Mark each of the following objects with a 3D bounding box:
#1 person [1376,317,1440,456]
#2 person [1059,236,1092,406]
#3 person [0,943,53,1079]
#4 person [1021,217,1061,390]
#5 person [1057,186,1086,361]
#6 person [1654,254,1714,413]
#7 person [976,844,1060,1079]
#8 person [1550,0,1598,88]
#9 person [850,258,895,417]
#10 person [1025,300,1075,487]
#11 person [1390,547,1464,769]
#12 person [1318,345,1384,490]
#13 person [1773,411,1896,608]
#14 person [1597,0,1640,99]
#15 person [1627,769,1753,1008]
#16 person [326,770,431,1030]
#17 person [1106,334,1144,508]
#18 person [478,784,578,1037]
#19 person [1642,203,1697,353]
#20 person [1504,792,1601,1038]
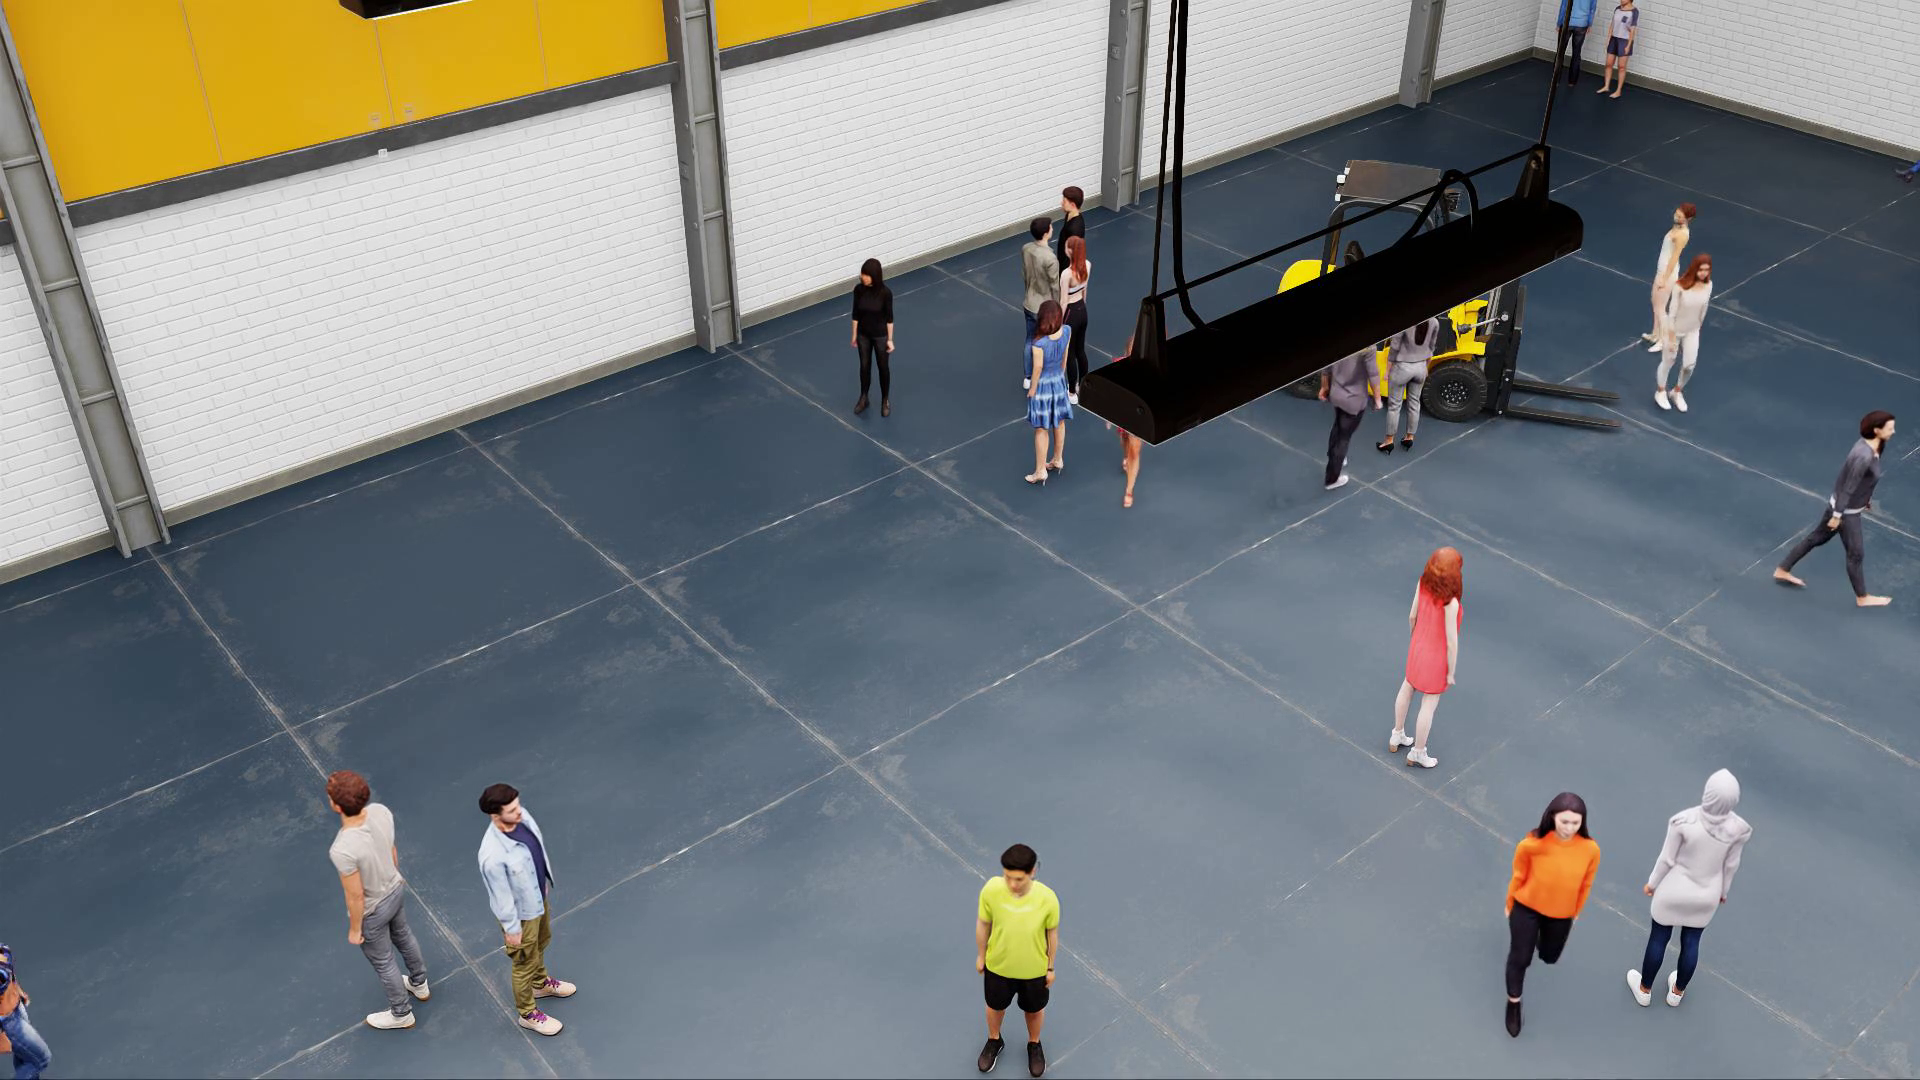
[{"bbox_3d":[4.168,-1.562,15.469,0.668,1.678,0.773,-8,34,-12],"label":"person"},{"bbox_3d":[1.116,-2.168,16.324,0.671,1.741,0.492,25,41,33],"label":"person"},{"bbox_3d":[-5.364,2.655,9.183,0.705,1.613,0.689,-14,36,-20],"label":"person"},{"bbox_3d":[0.787,-2.307,16.420,0.595,1.865,0.709,-22,39,-29],"label":"person"},{"bbox_3d":[1.140,-2.747,17.088,0.785,1.860,0.771,-3,34,-4],"label":"person"},{"bbox_3d":[6.982,-2.072,16.231,0.712,1.685,0.777,-3,34,-4],"label":"person"},{"bbox_3d":[0.322,2.378,9.514,0.694,1.709,0.742,4,34,7],"label":"person"},{"bbox_3d":[9.023,-7.600,24.427,0.743,1.817,0.768,7,34,11],"label":"person"},{"bbox_3d":[-0.837,-1.996,16.157,0.657,1.640,0.681,9,35,13],"label":"person"},{"bbox_3d":[0.792,-1.339,15.017,0.756,1.806,0.547,26,42,34],"label":"person"},{"bbox_3d":[3.307,0.825,11.743,0.591,1.828,0.637,-14,36,-20],"label":"person"},{"bbox_3d":[3.425,-1.275,14.894,0.735,1.837,0.712,-22,39,-29],"label":"person"},{"bbox_3d":[7.097,-0.276,13.500,0.986,1.715,1.139,16,37,22],"label":"person"},{"bbox_3d":[9.588,-7.240,24.115,0.558,1.564,0.601,-19,38,-26],"label":"person"},{"bbox_3d":[4.331,2.087,9.892,0.696,1.775,0.740,5,34,8],"label":"person"},{"bbox_3d":[-3.426,2.106,9.753,0.809,1.897,0.710,8,34,11],"label":"person"},{"bbox_3d":[1.556,-1.171,15.002,1.047,1.543,1.147,5,34,8],"label":"person"},{"bbox_3d":[-2.580,2.138,9.782,0.811,1.812,0.745,4,34,5],"label":"person"},{"bbox_3d":[7.378,-2.783,17.350,0.774,1.630,0.632,20,39,28],"label":"person"},{"bbox_3d":[3.437,2.134,9.857,0.941,1.736,1.023,5,34,8],"label":"person"}]
